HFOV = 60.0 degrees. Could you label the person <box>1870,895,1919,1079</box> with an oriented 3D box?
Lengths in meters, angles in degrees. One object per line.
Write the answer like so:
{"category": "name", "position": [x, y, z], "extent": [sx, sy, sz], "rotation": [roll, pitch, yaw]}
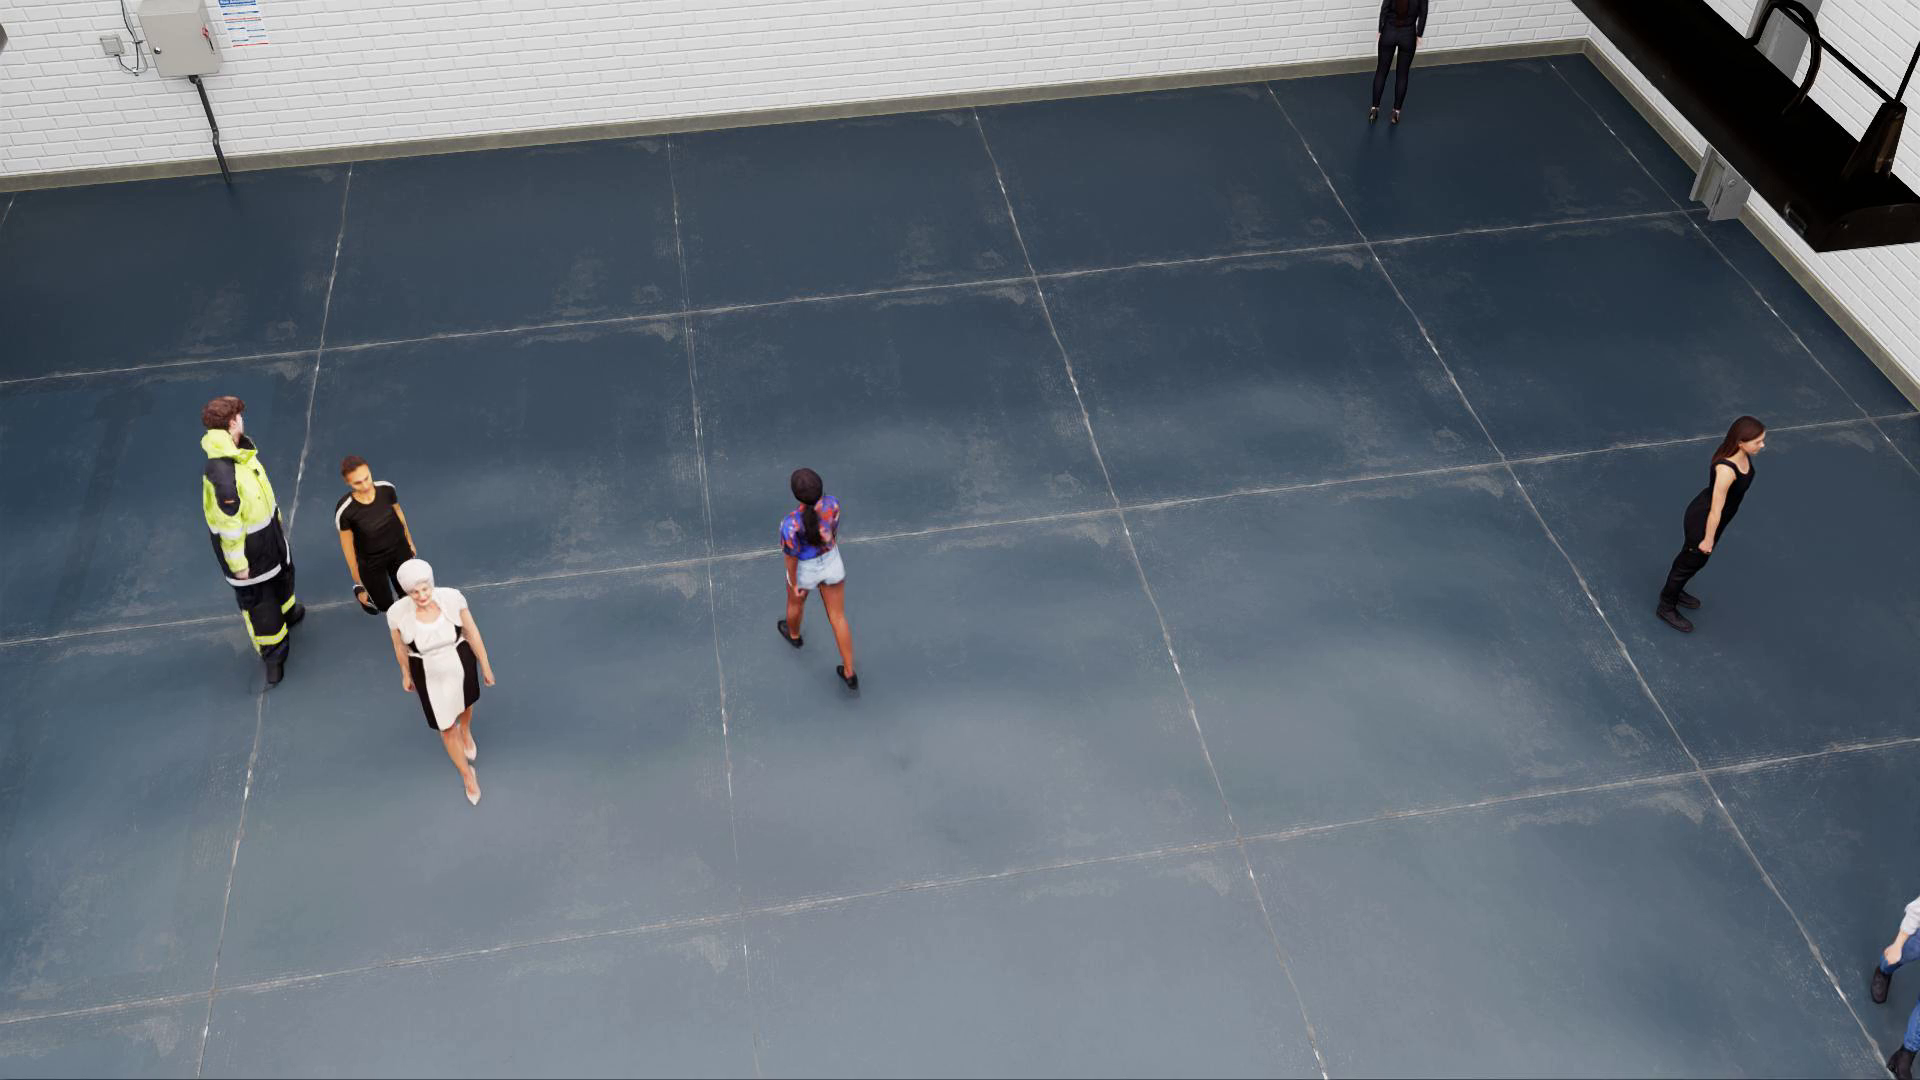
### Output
{"category": "person", "position": [5.084, 2.024, 8.663], "extent": [0.960, 1.583, 1.133], "rotation": [14, 45, 14]}

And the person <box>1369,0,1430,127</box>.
{"category": "person", "position": [4.132, -4.720, 15.649], "extent": [0.646, 1.712, 0.647], "rotation": [14, 45, 14]}

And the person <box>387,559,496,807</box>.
{"category": "person", "position": [-3.096, 0.712, 9.932], "extent": [0.808, 1.733, 0.965], "rotation": [-19, 47, -19]}

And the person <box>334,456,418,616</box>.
{"category": "person", "position": [-3.755, 0.067, 10.666], "extent": [0.947, 1.655, 0.858], "rotation": [30, 51, 28]}

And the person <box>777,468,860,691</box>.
{"category": "person", "position": [-0.851, 0.242, 10.442], "extent": [0.825, 1.710, 1.118], "rotation": [-22, 48, -21]}

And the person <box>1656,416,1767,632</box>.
{"category": "person", "position": [4.893, -0.133, 10.851], "extent": [0.739, 1.688, 0.668], "rotation": [23, 48, 22]}

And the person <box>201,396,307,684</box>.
{"category": "person", "position": [-4.526, 0.031, 10.492], "extent": [0.966, 1.946, 0.583], "rotation": [4, 44, 4]}
